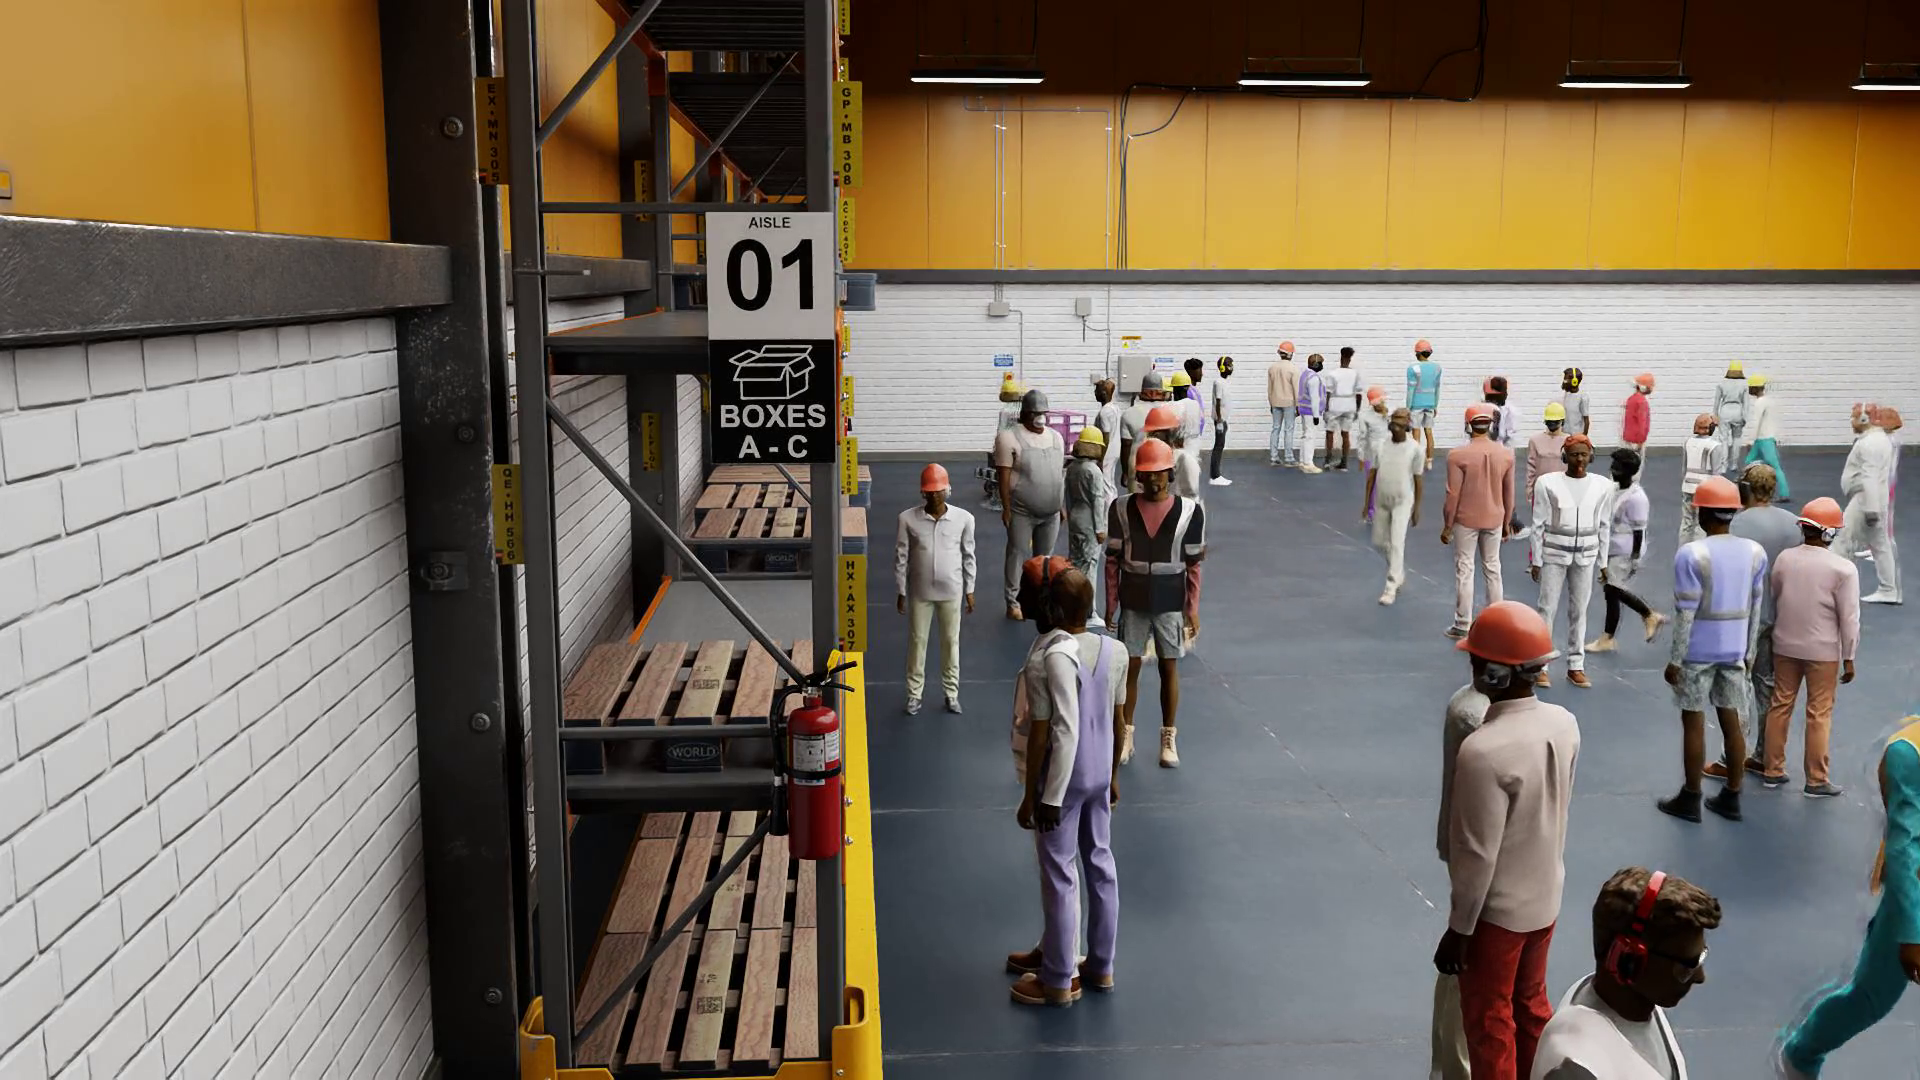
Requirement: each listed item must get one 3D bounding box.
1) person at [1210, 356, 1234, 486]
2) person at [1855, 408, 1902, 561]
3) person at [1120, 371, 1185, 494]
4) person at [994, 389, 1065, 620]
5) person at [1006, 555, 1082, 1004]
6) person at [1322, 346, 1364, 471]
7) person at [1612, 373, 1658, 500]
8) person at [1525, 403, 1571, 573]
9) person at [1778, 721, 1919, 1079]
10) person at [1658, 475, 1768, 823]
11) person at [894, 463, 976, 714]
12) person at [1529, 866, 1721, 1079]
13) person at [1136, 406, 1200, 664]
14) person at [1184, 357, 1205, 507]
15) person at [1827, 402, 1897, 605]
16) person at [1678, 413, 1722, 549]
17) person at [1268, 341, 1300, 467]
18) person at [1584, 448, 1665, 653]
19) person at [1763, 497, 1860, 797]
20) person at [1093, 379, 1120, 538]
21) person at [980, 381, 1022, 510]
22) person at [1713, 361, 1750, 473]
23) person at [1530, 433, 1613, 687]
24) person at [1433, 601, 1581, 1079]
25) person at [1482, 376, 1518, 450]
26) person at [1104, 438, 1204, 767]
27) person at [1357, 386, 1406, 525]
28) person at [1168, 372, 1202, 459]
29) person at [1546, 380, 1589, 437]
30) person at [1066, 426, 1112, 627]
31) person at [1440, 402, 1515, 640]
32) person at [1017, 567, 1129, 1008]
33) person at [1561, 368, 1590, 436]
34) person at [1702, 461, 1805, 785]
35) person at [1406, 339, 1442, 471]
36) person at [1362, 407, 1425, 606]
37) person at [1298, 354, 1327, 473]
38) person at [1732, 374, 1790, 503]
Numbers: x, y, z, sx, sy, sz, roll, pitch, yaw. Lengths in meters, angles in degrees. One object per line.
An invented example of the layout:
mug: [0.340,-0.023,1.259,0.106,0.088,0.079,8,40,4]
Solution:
person: [3.797,-1.726,24.094,0.309,1.868,0.535,3,9,17]
person: [9.816,-0.593,17.715,0.285,1.633,0.500,2,9,10]
person: [1.991,-0.751,17.435,0.683,2.000,0.536,0,9,-2]
person: [0.678,-0.318,14.713,0.679,2.000,0.537,-5,10,-30]
person: [0.373,0.992,6.979,0.342,1.882,0.587,0,9,0]
person: [5.913,-2.022,25.729,0.631,1.936,0.424,0,9,1]
person: [9.059,-1.379,22.384,0.502,1.729,0.608,0,9,0]
person: [5.984,-0.512,16.834,0.521,1.758,0.348,6,11,33]
person: [3.262,1.217,5.628,0.618,1.867,0.994,-2,9,-14]
person: [4.166,0.603,9.262,0.551,1.932,0.378,-2,9,-13]
person: [-0.168,0.339,11.487,0.567,1.750,0.341,0,9,-2]
person: [1.336,1.569,3.498,0.389,1.838,0.563,5,10,30]
person: [1.533,-0.041,13.072,0.902,2.004,0.634,-5,11,-31]
person: [3.021,-1.402,21.751,0.365,1.965,0.608,2,9,13]
person: [8.267,-0.343,15.433,0.966,1.856,0.659,7,11,38]
person: [7.558,-0.476,16.991,0.312,1.634,0.514,-3,9,-17]
person: [5.154,-2.155,26.391,0.376,1.995,0.612,-8,12,-42]
person: [5.355,0.089,13.275,0.619,1.676,0.542,0,9,-1]
person: [4.971,0.619,9.729,0.331,1.750,0.572,-6,11,-34]
person: [1.676,-0.940,19.230,0.335,1.845,0.513,3,10,18]
person: [0.639,-1.184,21.219,0.897,1.691,0.503,6,11,33]
person: [11.923,-1.906,25.728,0.503,1.710,0.839,4,10,22]
person: [4.489,0.153,12.251,0.573,1.883,0.357,1,9,4]
person: [1.769,1.181,5.439,0.609,1.997,0.374,-9,12,-43]
person: [6.082,-0.934,19.071,0.543,1.876,0.994,6,11,35]
person: [1.186,0.389,10.260,0.605,2.045,0.379,2,9,12]
person: [5.097,-1.024,20.199,0.610,1.706,0.457,-1,9,-9]
person: [2.579,-0.999,19.396,0.398,1.920,0.588,7,11,38]
person: [7.909,-1.288,21.667,0.526,1.768,0.314,4,10,24]
person: [1.108,-0.115,14.399,0.308,1.736,0.484,-5,10,-29]
person: [4.292,-0.150,13.838,0.622,1.980,0.407,-2,9,-10]
person: [0.461,1.020,6.925,0.506,1.846,0.346,-6,11,-34]
person: [7.798,-1.261,21.190,0.315,1.864,0.526,-2,9,-12]
person: [4.713,0.494,9.935,0.627,1.941,0.370,-3,10,-20]
person: [7.142,-2.080,25.757,0.608,2.048,0.364,-4,10,-22]
person: [4.054,-0.336,15.490,0.528,1.827,0.744,6,11,35]
person: [5.418,-1.945,25.589,0.429,1.835,0.629,0,9,0]
person: [10.691,-1.360,22.287,0.987,1.698,0.544,6,11,33]
